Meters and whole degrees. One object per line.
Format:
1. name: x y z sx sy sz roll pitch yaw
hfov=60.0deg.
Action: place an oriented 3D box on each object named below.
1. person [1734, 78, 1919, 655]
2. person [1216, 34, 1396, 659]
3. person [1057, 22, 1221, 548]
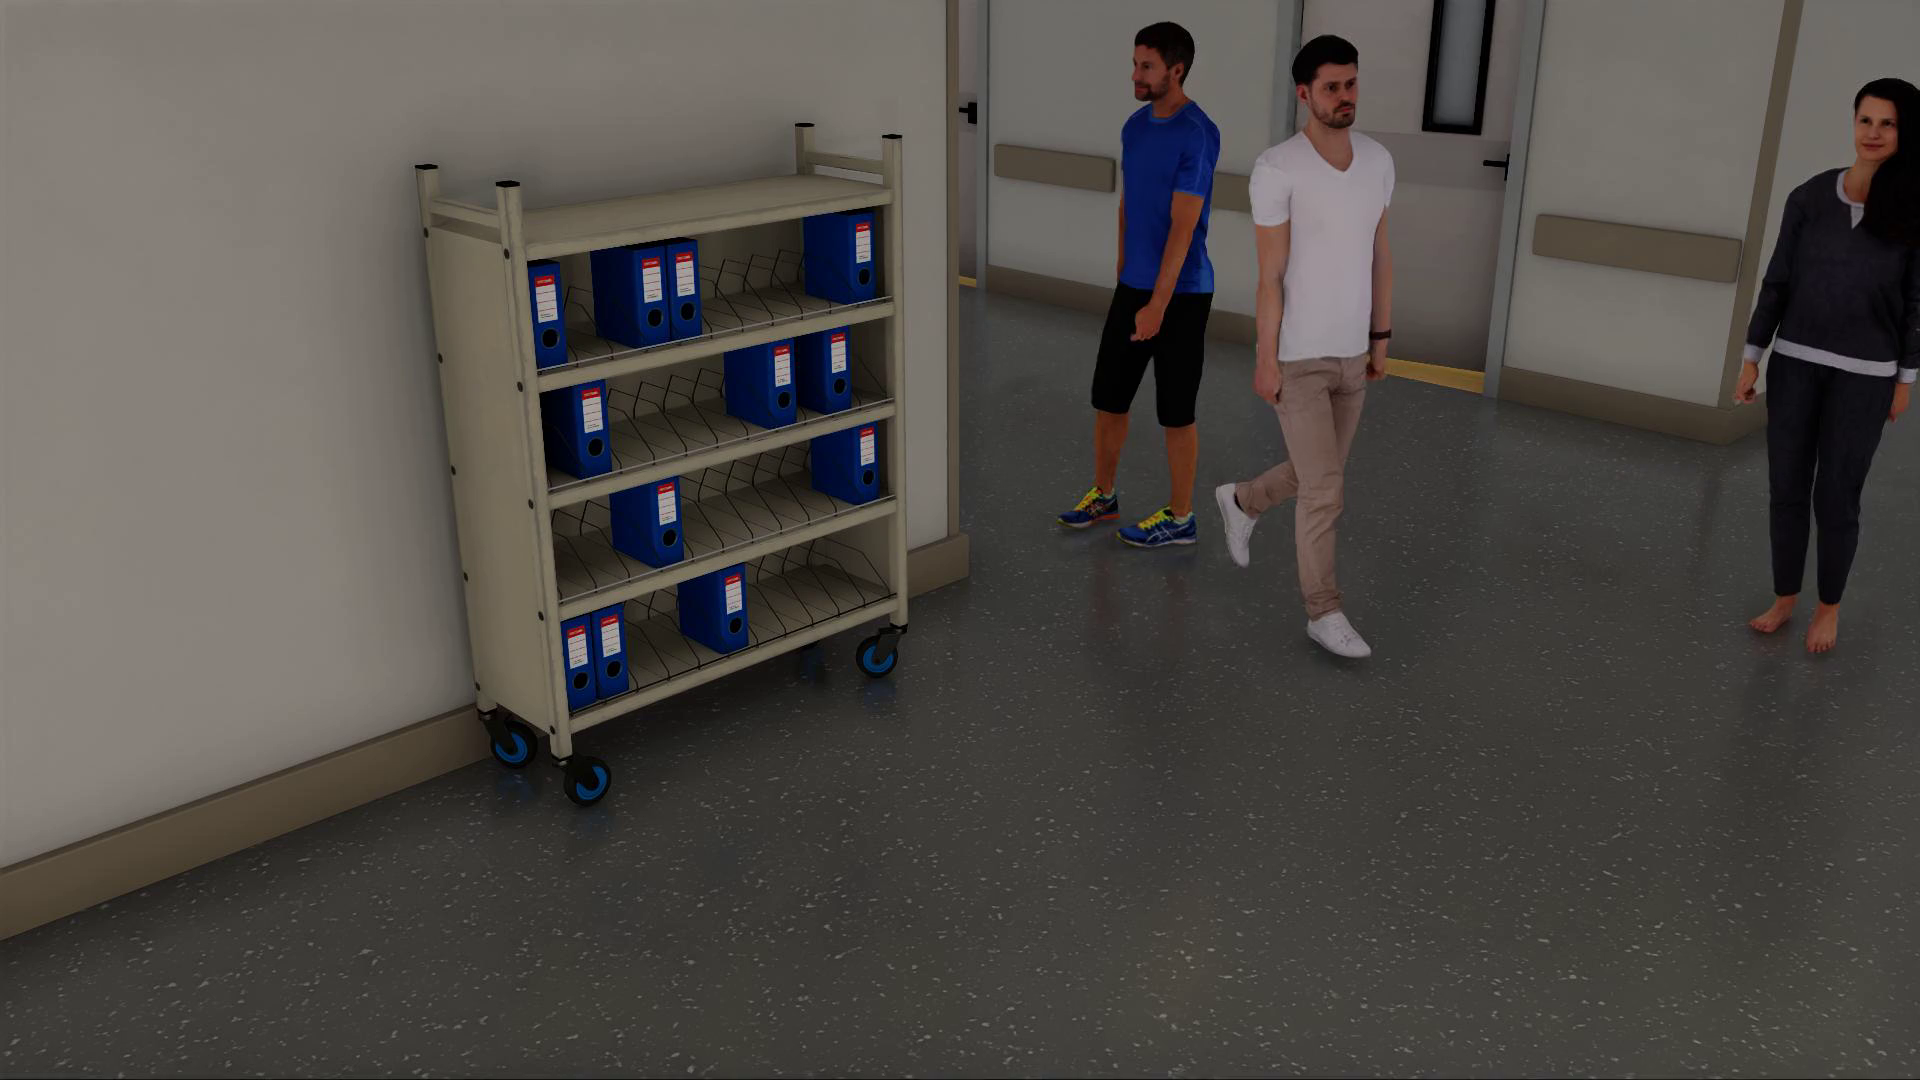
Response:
1. person: 2.744 -0.540 5.195 0.603 1.757 0.611 -19 28 -41
2. person: 1.053 -0.597 5.201 1.092 1.860 0.932 -12 24 -28
3. person: 0.782 -0.883 5.958 0.718 1.857 0.687 -12 24 -29
